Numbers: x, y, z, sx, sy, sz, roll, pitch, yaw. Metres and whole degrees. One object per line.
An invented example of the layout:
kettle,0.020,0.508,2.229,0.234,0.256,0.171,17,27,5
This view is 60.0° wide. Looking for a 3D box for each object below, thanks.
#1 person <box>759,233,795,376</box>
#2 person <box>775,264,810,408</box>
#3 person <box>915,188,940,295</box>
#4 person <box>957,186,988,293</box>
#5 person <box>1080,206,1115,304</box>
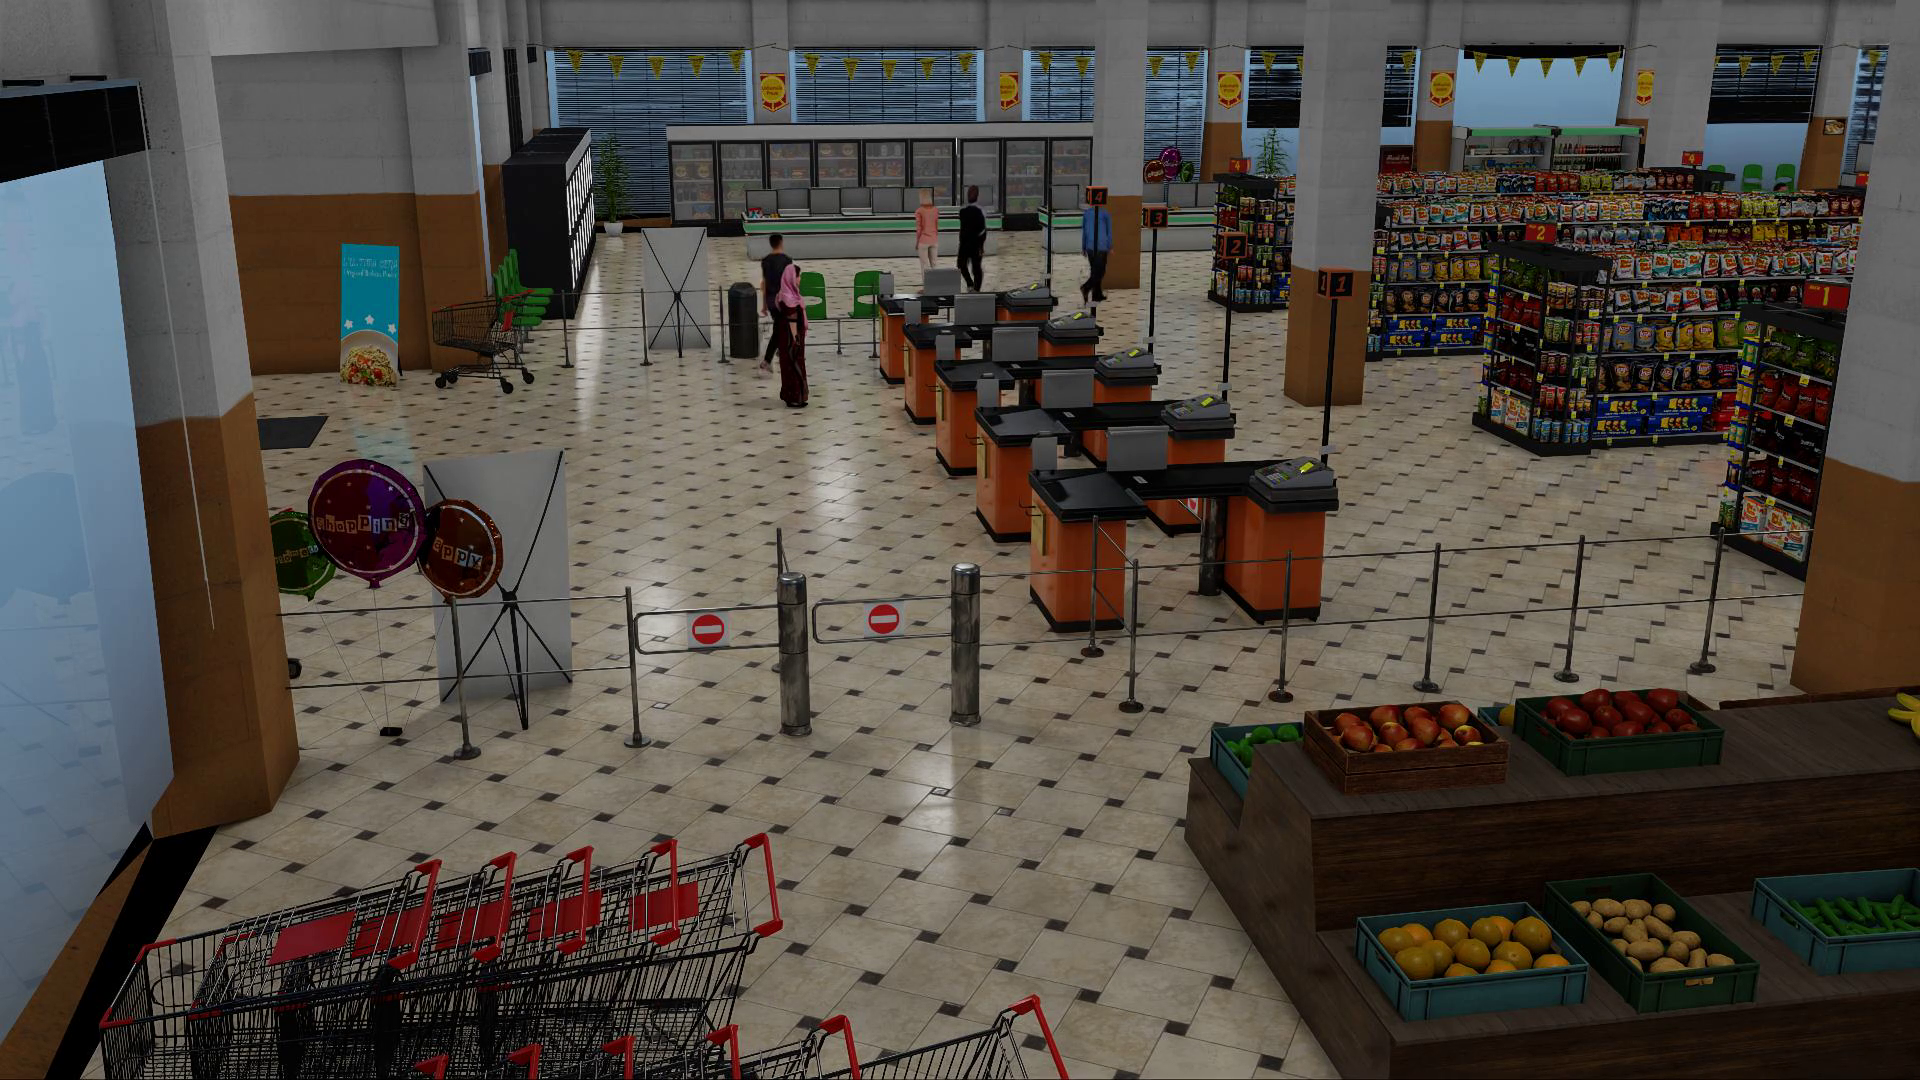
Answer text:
person,-2.307,-2.913,20.792,1.177,1.726,1.173,9,19,28
person,-1.932,-2.350,19.103,0.593,1.630,0.657,-2,17,-7
person,-0.534,-4.934,27.448,0.587,1.724,0.729,-11,20,-31
person,0.260,-4.813,26.889,0.807,1.818,0.864,12,21,35
person,2.127,-4.607,26.241,1.056,1.800,1.145,13,21,36
